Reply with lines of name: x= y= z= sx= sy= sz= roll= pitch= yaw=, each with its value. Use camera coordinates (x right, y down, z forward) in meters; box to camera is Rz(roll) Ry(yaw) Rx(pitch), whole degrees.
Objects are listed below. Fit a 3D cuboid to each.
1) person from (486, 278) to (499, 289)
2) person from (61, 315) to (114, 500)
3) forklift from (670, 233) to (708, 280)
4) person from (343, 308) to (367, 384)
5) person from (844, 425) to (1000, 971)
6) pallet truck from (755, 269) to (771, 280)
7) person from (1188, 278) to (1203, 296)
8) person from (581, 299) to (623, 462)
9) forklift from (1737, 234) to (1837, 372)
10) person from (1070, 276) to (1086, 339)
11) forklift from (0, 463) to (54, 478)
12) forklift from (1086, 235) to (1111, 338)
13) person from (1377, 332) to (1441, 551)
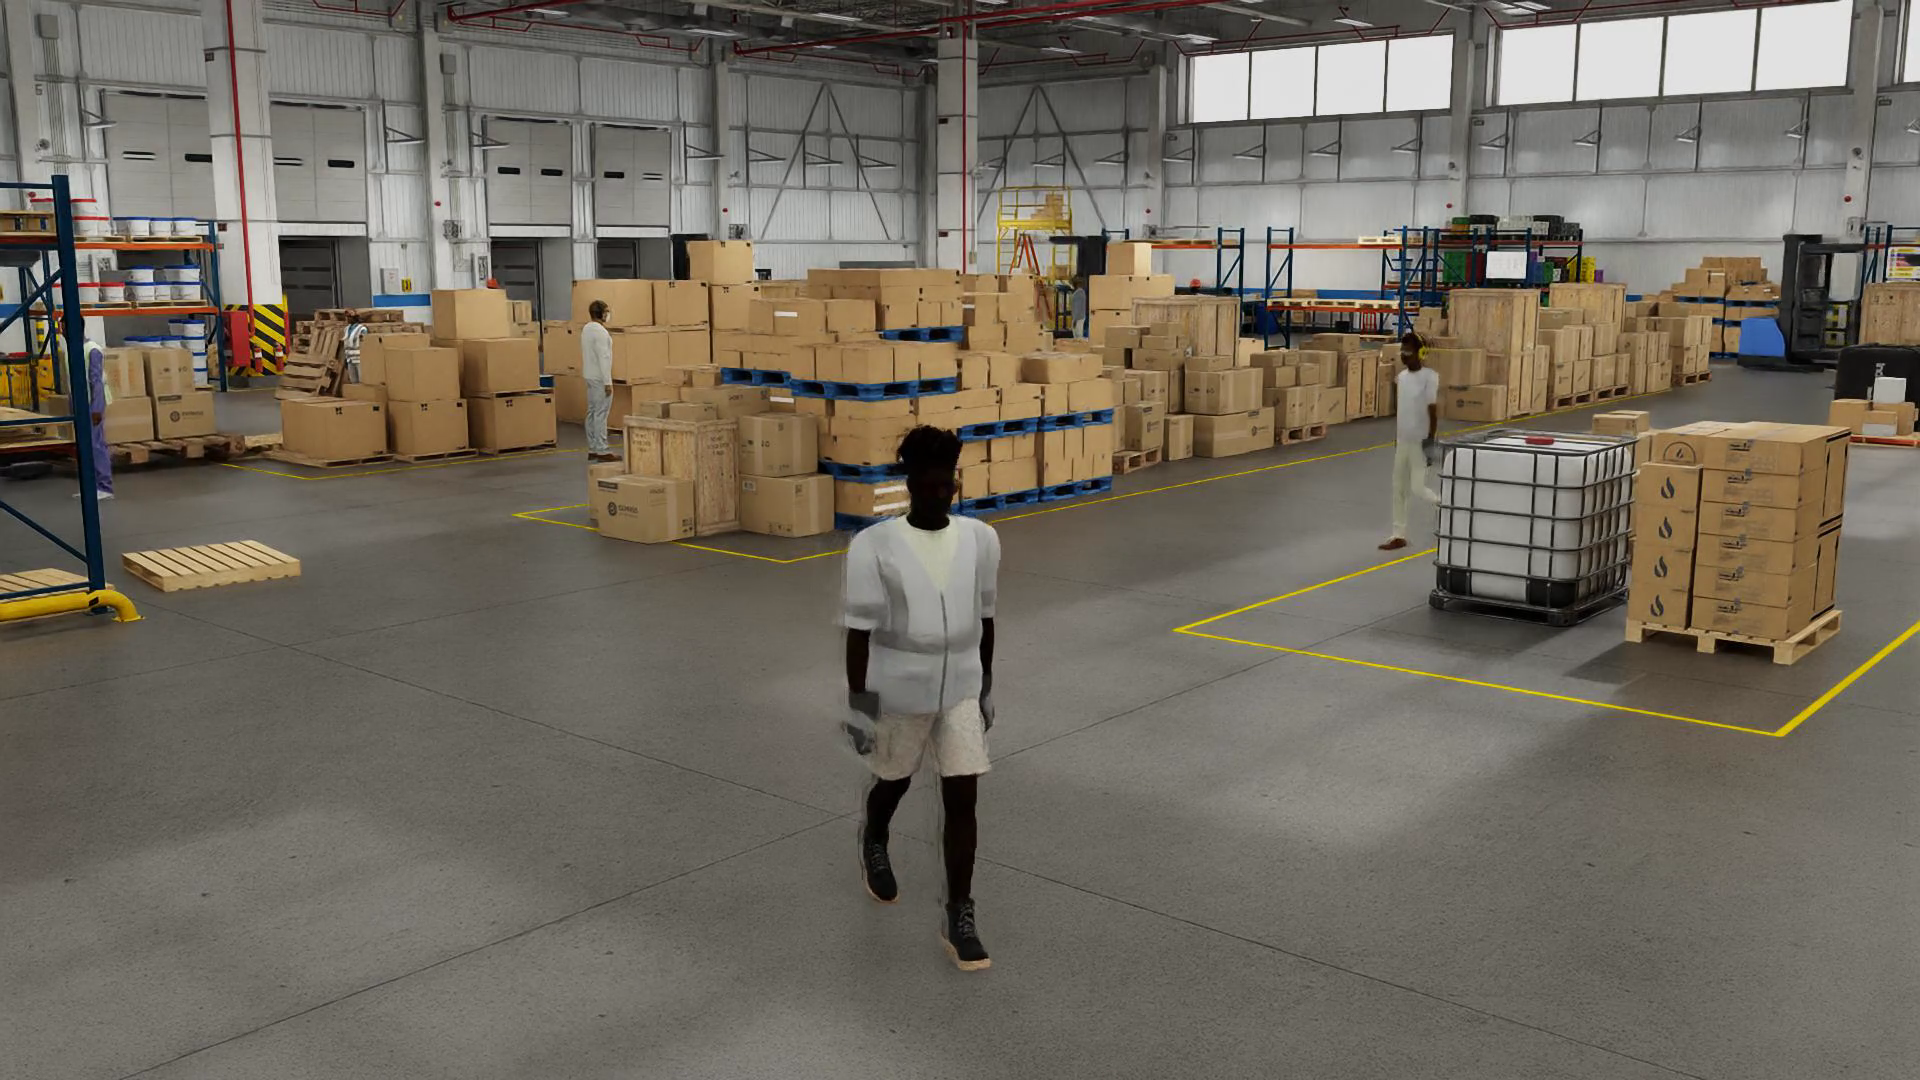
person: x=-9.503 y=-4.352 z=33.868 sx=0.377 sy=1.932 sz=0.548 roll=4 pitch=11 yaw=21
person: x=-8.855 y=-1.356 z=16.888 sx=0.603 sy=1.908 sz=0.402 roll=7 pitch=12 yaw=36
forklift: x=-5.348 y=-4.666 z=32.959 sx=1.873 sy=2.768 sz=1.129 roll=-8 pitch=13 yaw=-39
person: x=-9.174 y=-2.700 z=25.297 sx=0.518 sy=1.639 sz=0.312 roll=7 pitch=12 yaw=34
person: x=-0.158 y=0.520 z=6.147 sx=0.618 sy=1.935 sz=0.957 roll=-4 pitch=11 yaw=-21
pallet truck: x=-4.996 y=-6.432 z=45.525 sx=1.885 sy=1.965 sz=0.823 roll=-6 pitch=12 yaw=-32
person: x=5.177 y=-4.729 z=36.130 sx=0.971 sy=1.899 sz=0.557 roll=4 pitch=11 yaw=23
person: x=-4.307 y=-1.897 z=19.872 sx=0.371 sy=1.940 sz=0.627 roll=-6 pitch=12 yaw=-31
forklift: x=17.370 y=-4.941 z=34.525 sx=1.129 sy=2.768 sz=1.873 roll=-7 pitch=12 yaw=-34
person: x=2.574 y=-4.819 z=36.528 sx=0.371 sy=1.934 sz=0.627 roll=2 pitch=10 yaw=11
forklift: x=-11.097 y=-2.016 z=17.869 sx=1.129 sy=2.768 sz=1.873 roll=7 pitch=12 yaw=36
forklift: x=3.160 y=-5.590 z=38.221 sx=1.873 sy=2.768 sz=1.129 roll=2 pitch=10 yaw=14
person: x=3.881 y=-0.832 z=14.050 sx=0.672 sy=1.855 sz=0.532 roll=-5 pitch=11 yaw=-28
